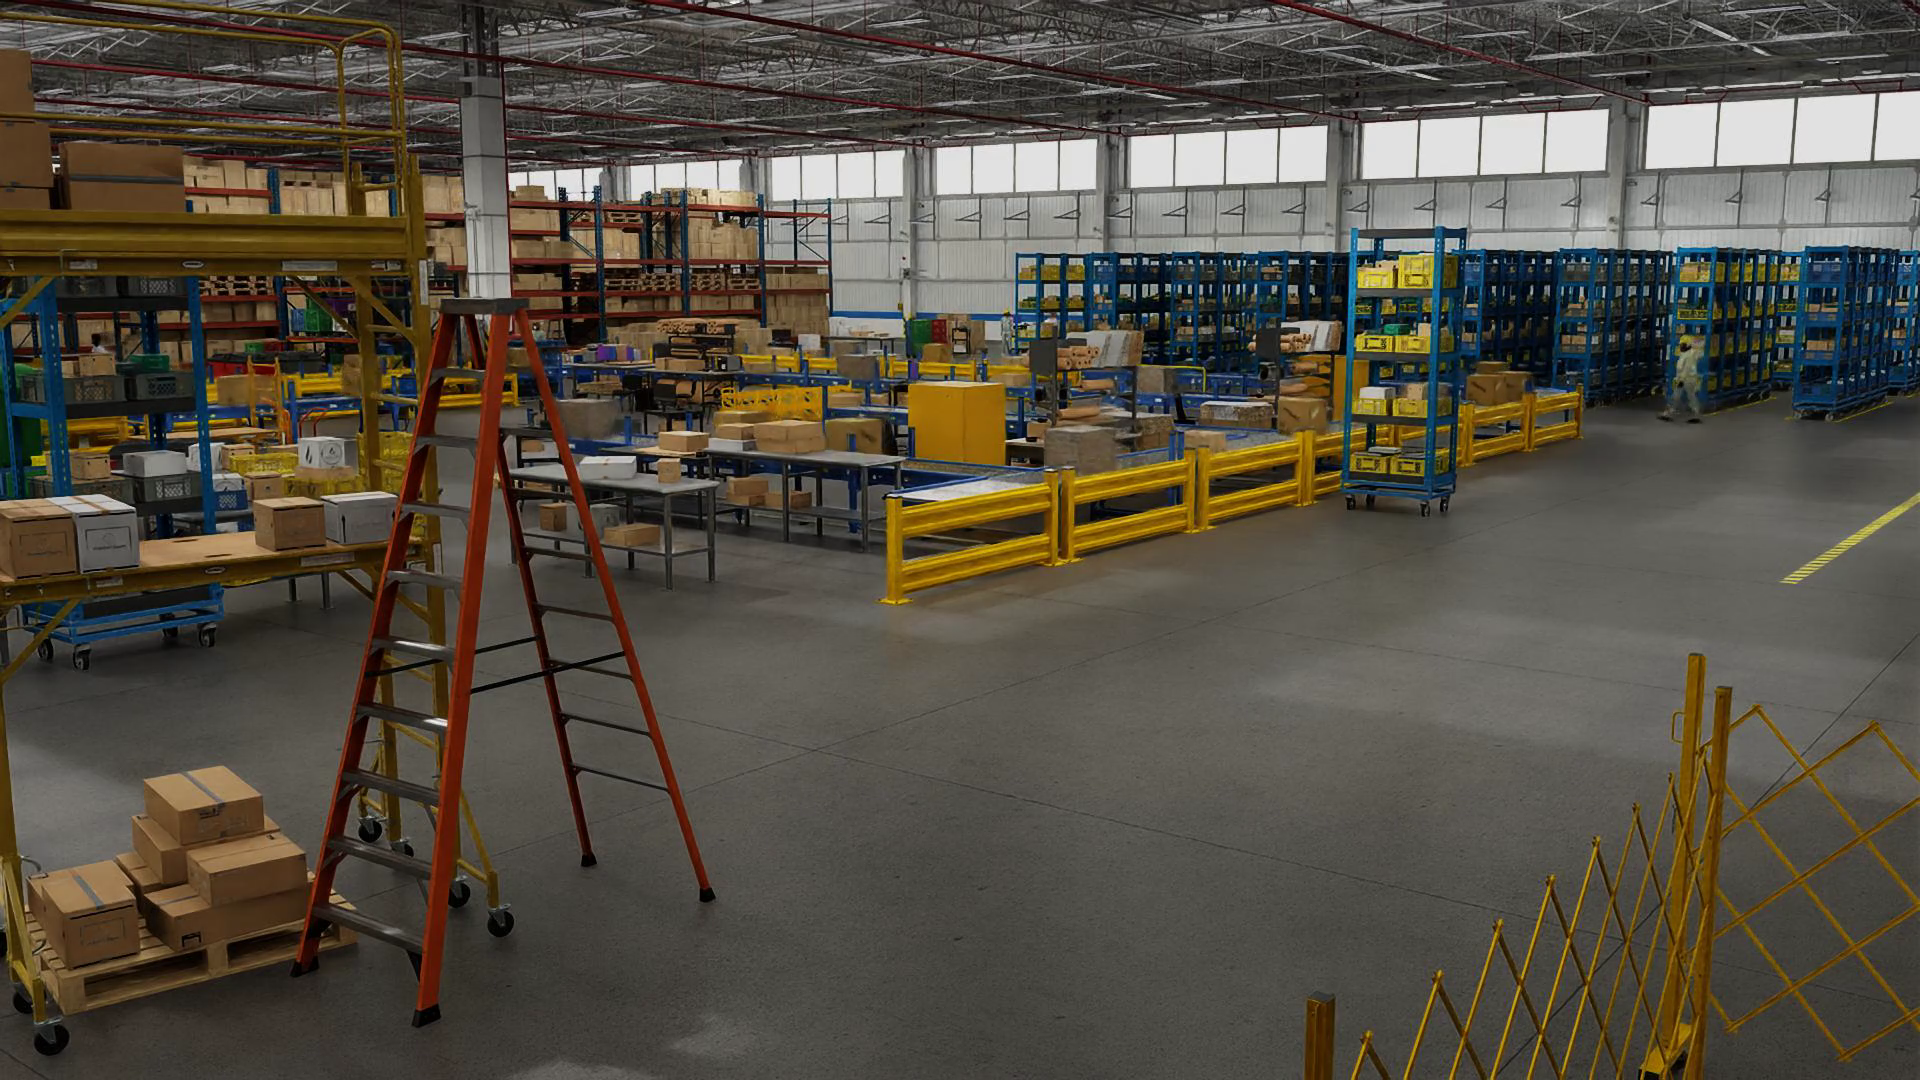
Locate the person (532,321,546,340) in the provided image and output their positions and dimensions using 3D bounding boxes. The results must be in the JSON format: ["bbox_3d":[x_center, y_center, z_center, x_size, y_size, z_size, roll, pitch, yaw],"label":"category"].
[{"bbox_3d":[-12.501,-5.662,49.250,0.507,1.631,0.273,3,10,18],"label":"person"}]

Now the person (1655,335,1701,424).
[{"bbox_3d":[14.605,-3.243,33.656,0.919,1.787,0.610,1,9,3],"label":"person"}]

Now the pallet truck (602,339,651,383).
[{"bbox_3d":[-8.991,-4.871,45.351,0.653,1.274,1.630,7,11,37],"label":"pallet truck"}]

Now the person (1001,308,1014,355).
[{"bbox_3d":[1.740,-7.715,61.725,0.484,1.744,0.295,2,9,13],"label":"person"}]

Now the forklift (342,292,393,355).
[{"bbox_3d":[-16.485,-5.622,45.120,1.129,2.768,1.873,7,11,37],"label":"forklift"}]

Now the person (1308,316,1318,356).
[{"bbox_3d":[10.404,-5.746,48.838,0.627,1.952,1.037,0,9,0],"label":"person"}]

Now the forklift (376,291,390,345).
[{"bbox_3d":[-17.181,-6.226,48.890,1.129,2.768,1.873,7,11,37],"label":"forklift"}]

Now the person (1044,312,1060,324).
[{"bbox_3d":[2.935,-6.281,52.279,0.649,1.905,0.405,8,12,41],"label":"person"}]

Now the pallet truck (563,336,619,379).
[{"bbox_3d":[-10.690,-5.294,48.215,1.601,1.201,0.680,-5,10,-26],"label":"pallet truck"}]

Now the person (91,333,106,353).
[{"bbox_3d":[-19.960,-3.978,38.657,0.539,1.657,0.867,8,12,39],"label":"person"}]

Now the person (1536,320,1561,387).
[{"bbox_3d":[15.835,-4.965,44.387,0.970,1.789,0.594,8,12,40],"label":"person"}]
